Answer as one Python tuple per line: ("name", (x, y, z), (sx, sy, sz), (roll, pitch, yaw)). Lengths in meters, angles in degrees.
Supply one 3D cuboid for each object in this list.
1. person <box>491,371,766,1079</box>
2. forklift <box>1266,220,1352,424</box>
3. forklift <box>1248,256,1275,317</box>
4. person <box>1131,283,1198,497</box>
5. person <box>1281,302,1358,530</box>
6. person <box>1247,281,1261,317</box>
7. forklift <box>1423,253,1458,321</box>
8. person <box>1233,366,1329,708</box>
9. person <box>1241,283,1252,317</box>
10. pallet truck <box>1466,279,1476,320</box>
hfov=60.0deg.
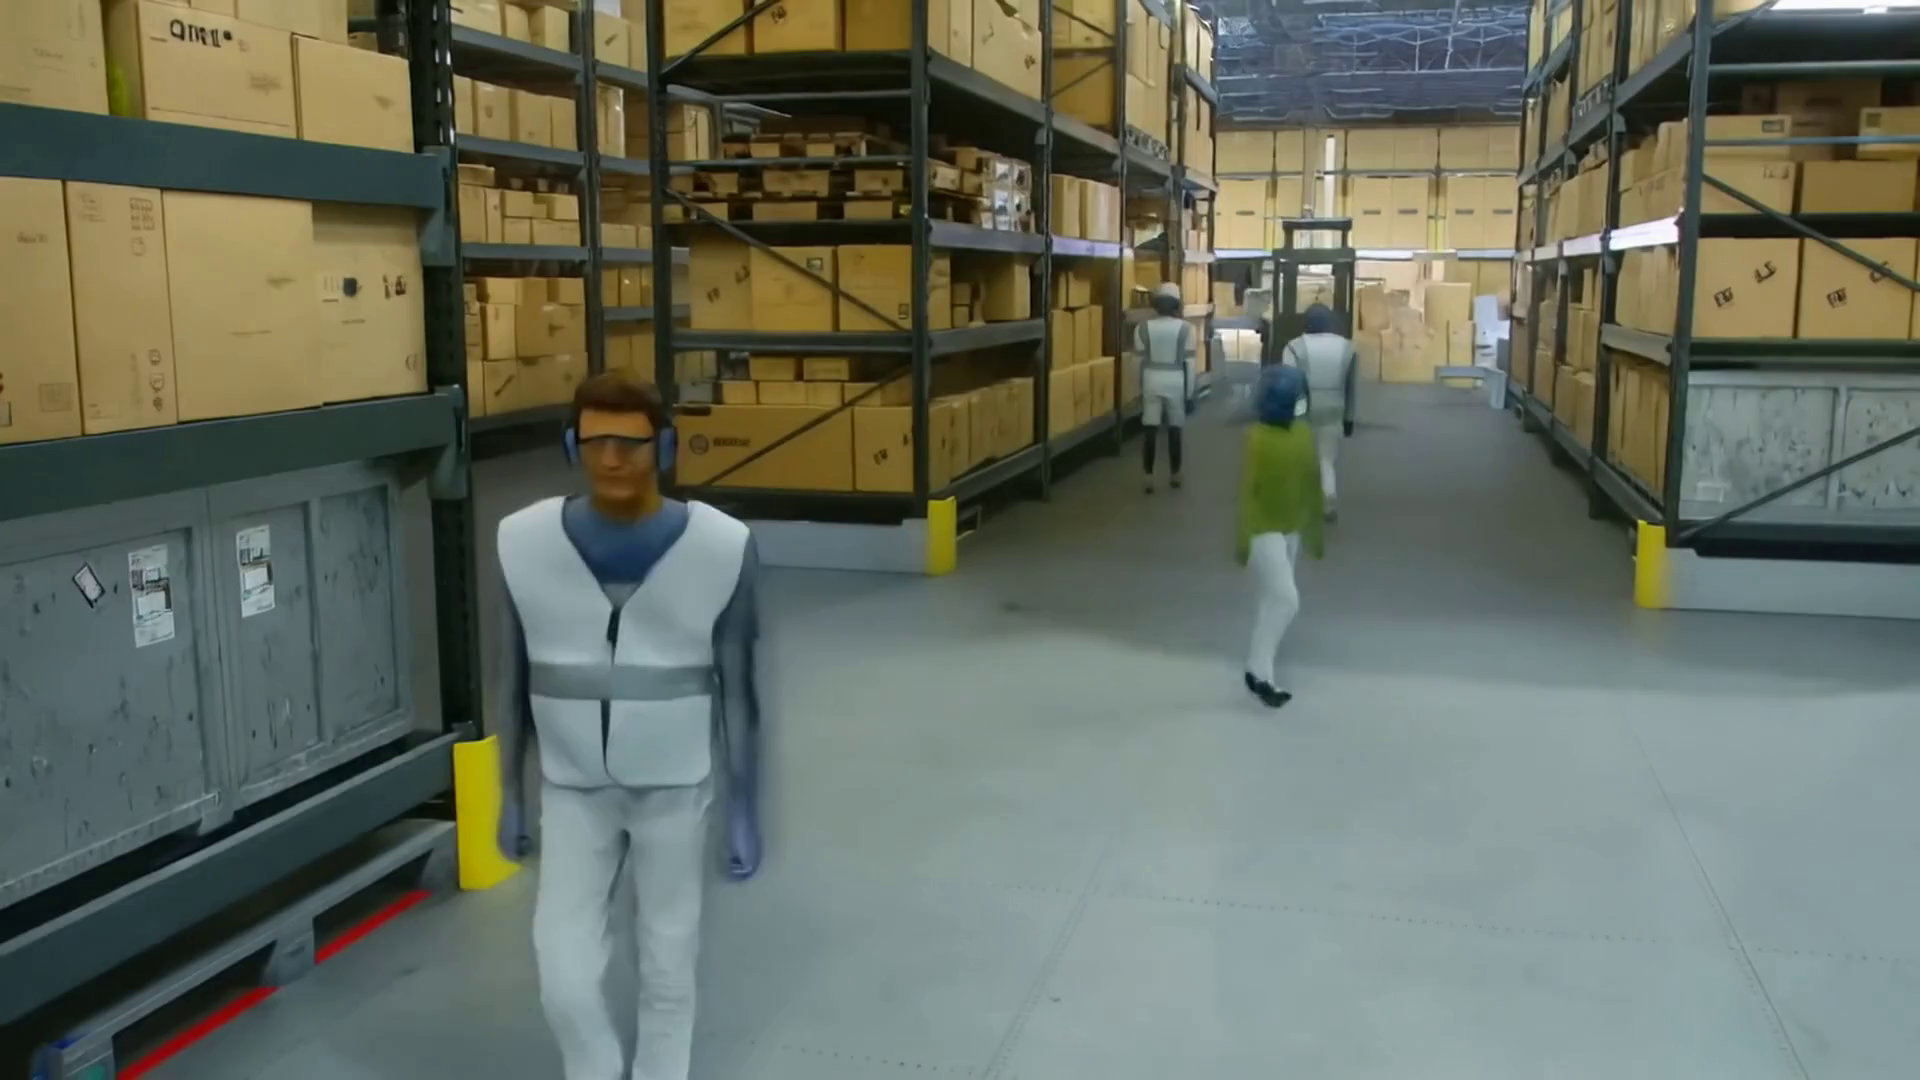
("person", (-0.708, 0.552, 3.576), (0.590, 1.827, 0.495), (-1, 9, -5))
("forklift", (4.991, -3.094, 23.427), (1.129, 2.768, 1.873), (2, 9, 15))
("forklift", (11.269, -9.084, 61.485), (1.129, 2.768, 1.873), (2, 9, 15))
("person", (1.908, -1.409, 15.586), (0.625, 1.984, 1.099), (2, 9, 14))
("person", (2.843, -0.984, 13.343), (0.652, 1.829, 0.442), (-2, 9, -11))
("person", (10.090, -7.867, 56.798), (0.742, 1.924, 0.638), (7, 11, 39))
("forklift", (15.202, -7.696, 52.666), (1.129, 2.768, 1.873), (-2, 9, -11))
("person", (1.512, -0.011, 7.849), (0.449, 1.618, 0.509), (8, 12, 41))
("person", (10.658, -8.579, 61.523), (0.683, 1.851, 0.504), (9, 12, 44))
("pallet truck", (18.896, -8.459, 60.307), (1.885, 1.965, 0.823), (5, 10, 31))
